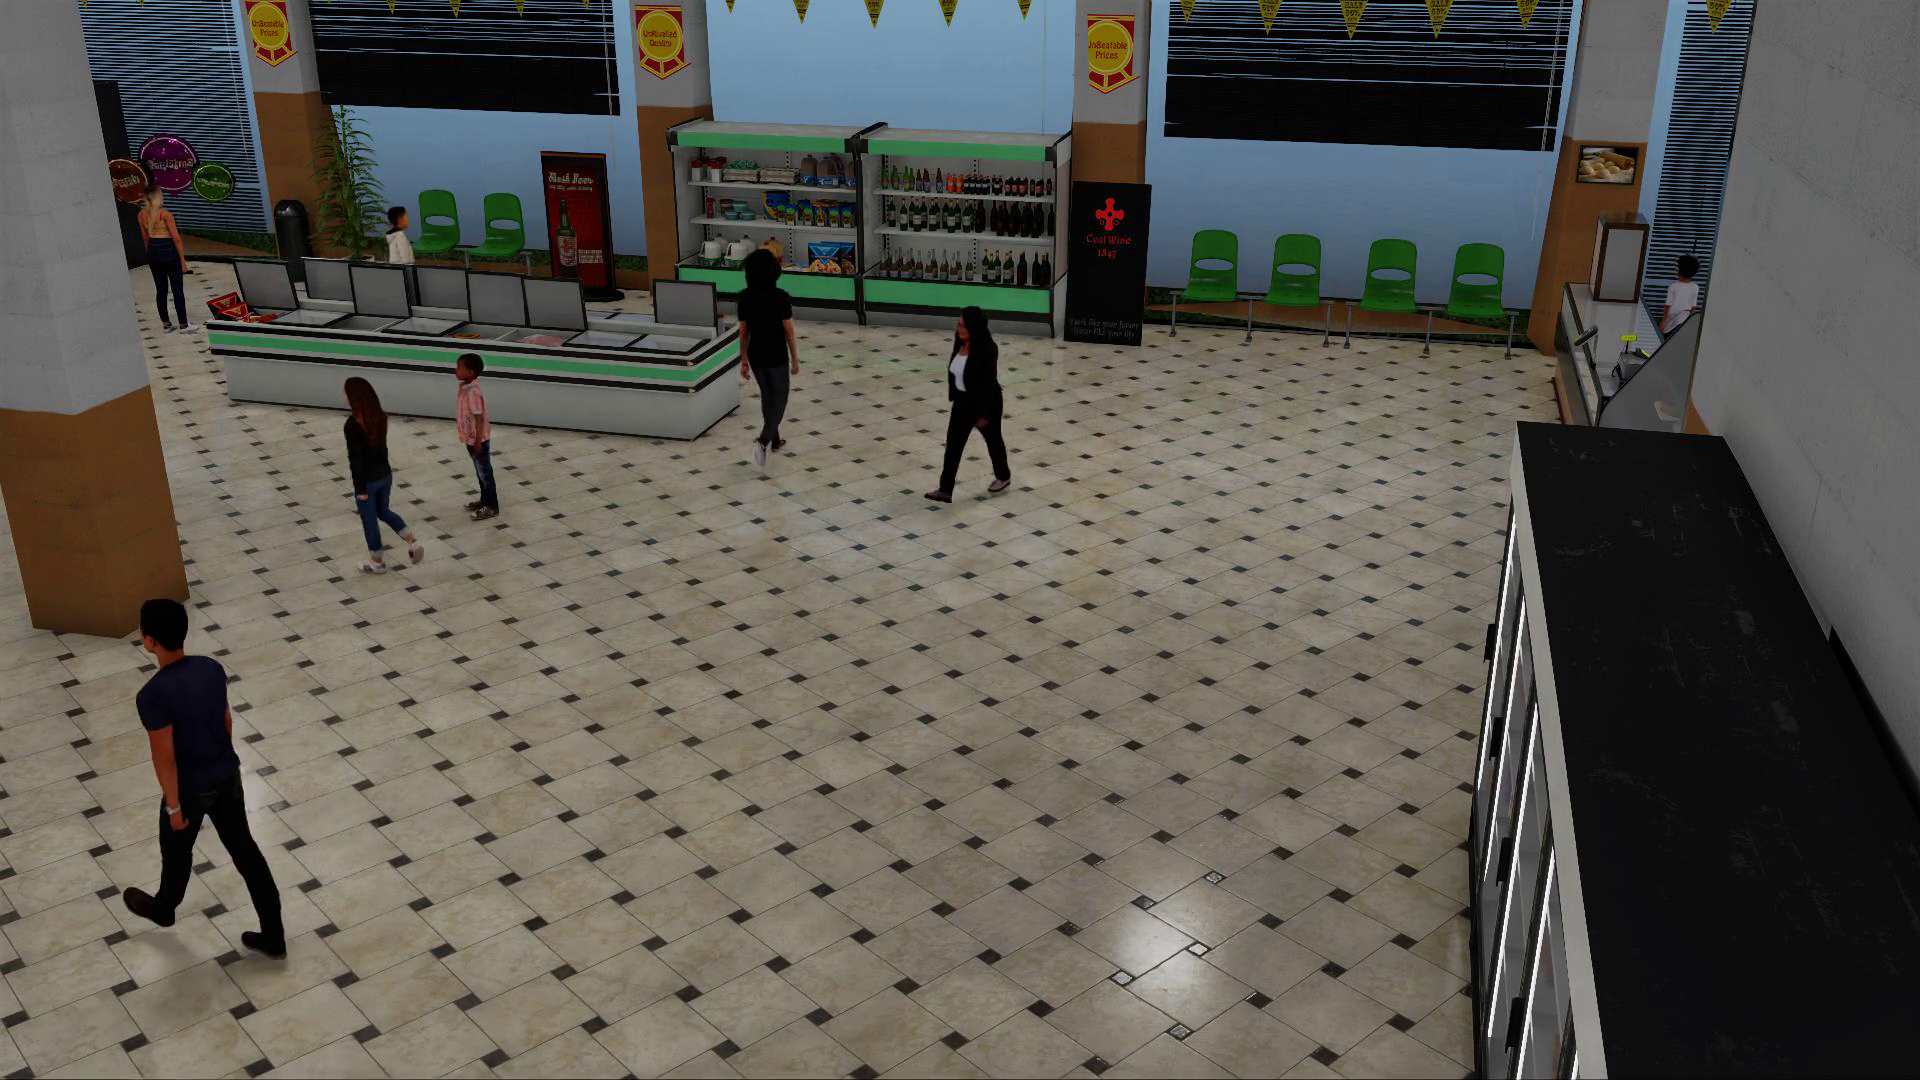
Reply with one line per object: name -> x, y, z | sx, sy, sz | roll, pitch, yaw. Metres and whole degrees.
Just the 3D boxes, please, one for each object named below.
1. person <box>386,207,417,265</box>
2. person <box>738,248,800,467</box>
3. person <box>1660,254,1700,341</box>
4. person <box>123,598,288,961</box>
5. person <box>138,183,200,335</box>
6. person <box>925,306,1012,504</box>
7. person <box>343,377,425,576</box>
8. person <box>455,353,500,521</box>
person -> -5.986, -2.804, 17.697 | 0.787, 1.448, 0.728 | -12, 25, -27
person -> -1.636, -1.519, 14.012 | 0.981, 1.811, 0.712 | 6, 23, 14
person -> 7.108, -2.204, 16.448 | 0.544, 1.265, 0.625 | -3, 22, -7
person -> -3.350, 1.134, 7.506 | 1.156, 1.739, 0.786 | 9, 24, 22
person -> -8.656, -3.060, 18.089 | 0.489, 1.629, 0.649 | 3, 22, 7
person -> 0.193, -1.068, 13.207 | 1.138, 1.574, 1.047 | 20, 29, 40
person -> -4.106, -0.442, 11.787 | 0.762, 1.472, 0.595 | 8, 23, 18
person -> -3.756, -0.817, 12.940 | 0.628, 1.307, 0.580 | -10, 24, -23
